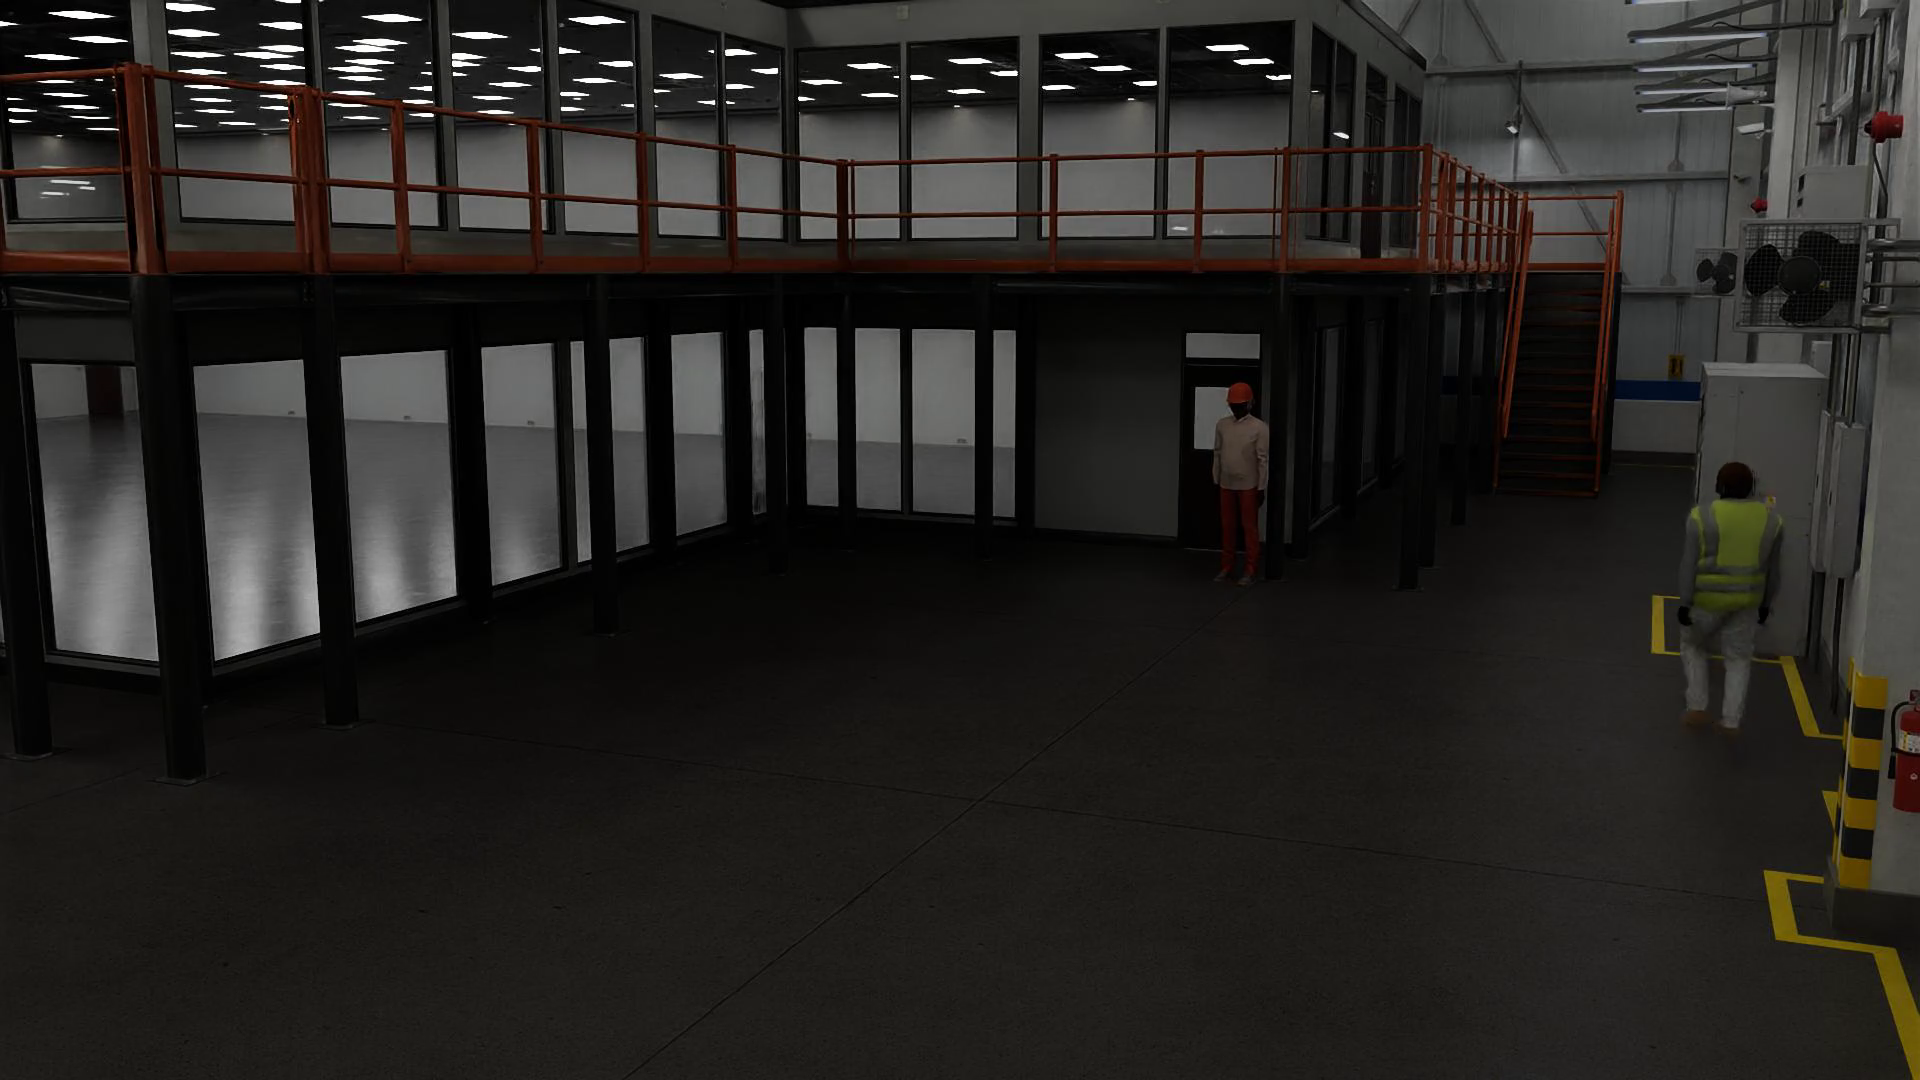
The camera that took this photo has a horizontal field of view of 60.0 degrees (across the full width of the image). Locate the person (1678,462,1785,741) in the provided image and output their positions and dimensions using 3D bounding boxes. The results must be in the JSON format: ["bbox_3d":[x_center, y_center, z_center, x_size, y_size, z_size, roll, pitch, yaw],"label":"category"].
[{"bbox_3d":[5.012,0.389,10.930,0.648,1.822,0.579,1,9,6],"label":"person"}]

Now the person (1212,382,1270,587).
[{"bbox_3d":[2.712,-0.543,16.181,0.612,1.986,0.407,8,12,41],"label":"person"}]
